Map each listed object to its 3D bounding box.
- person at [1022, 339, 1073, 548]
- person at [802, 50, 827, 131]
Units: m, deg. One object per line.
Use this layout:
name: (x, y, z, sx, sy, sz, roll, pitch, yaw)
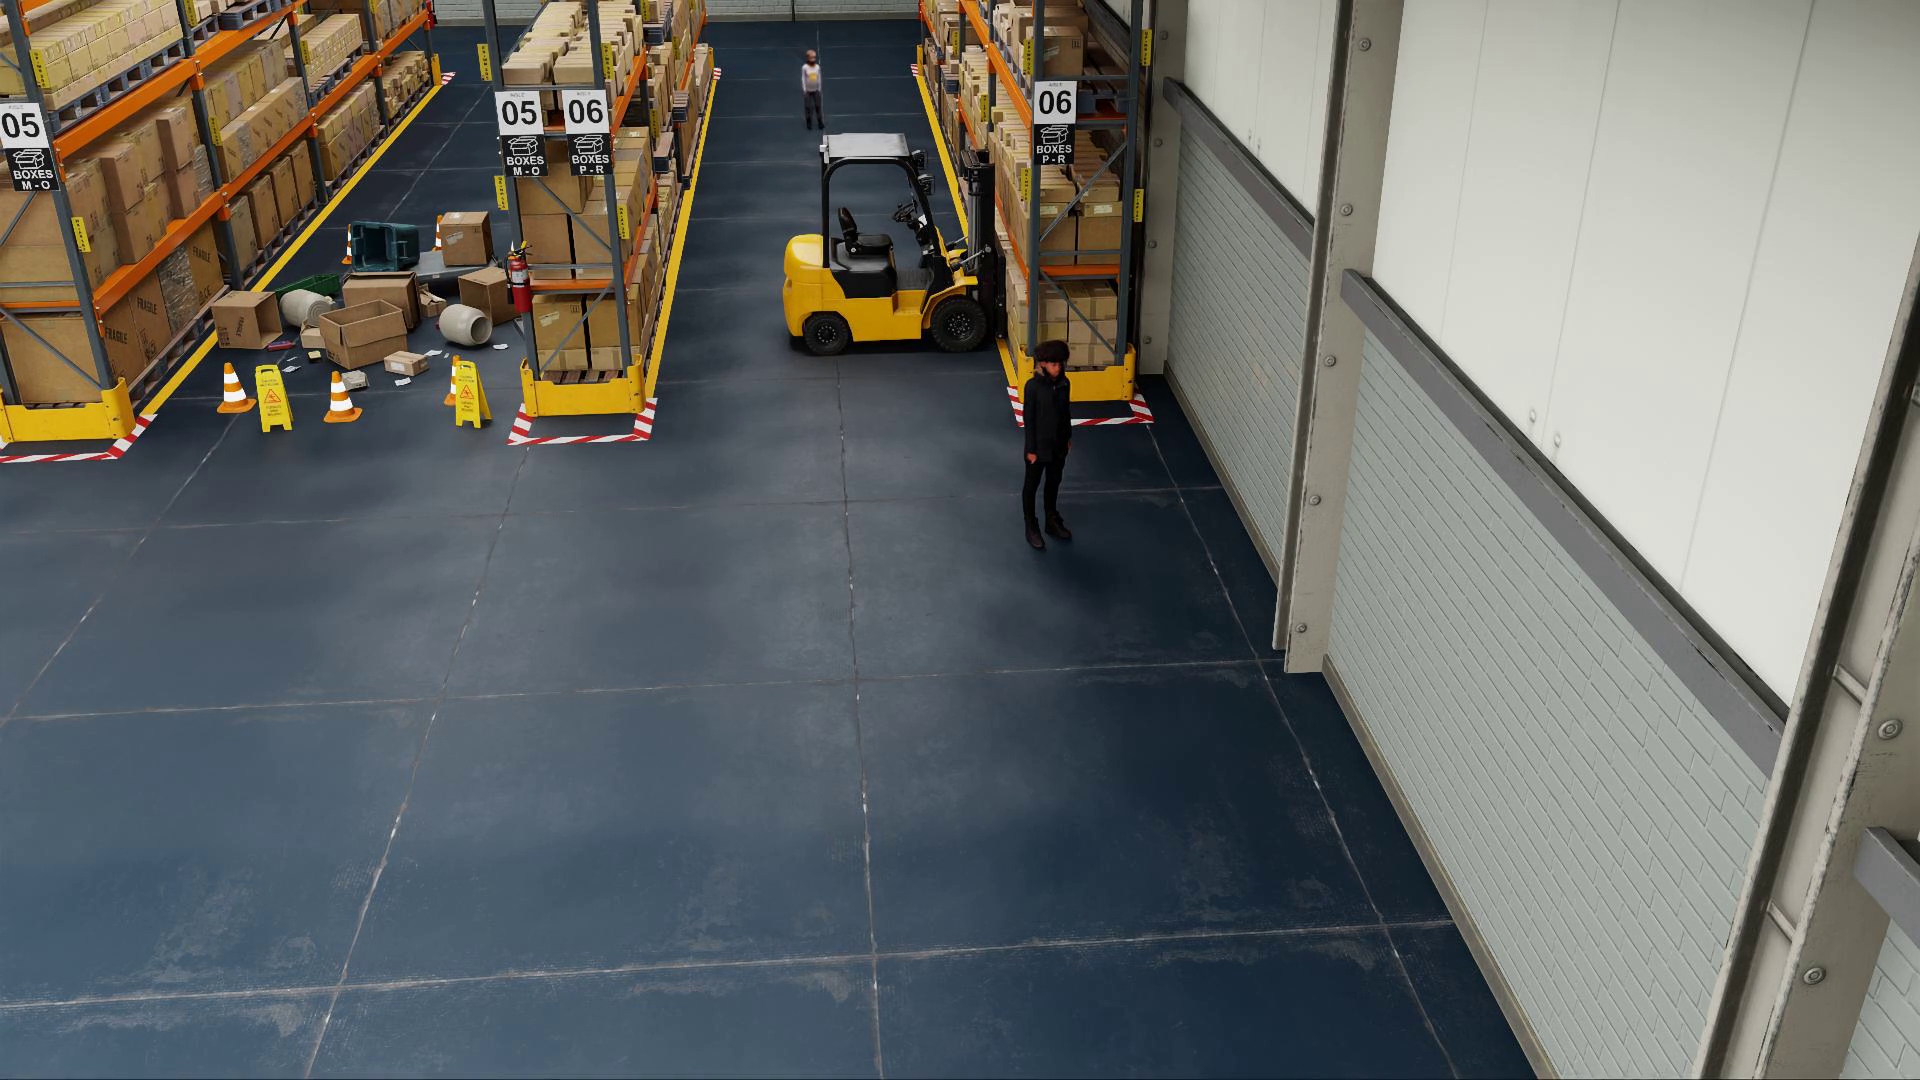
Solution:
person: (0.712, -0.830, 13.860, 0.725, 1.776, 0.749, -17, 32, -29)
person: (-2.435, -7.302, 27.000, 0.599, 1.254, 0.871, -8, 28, -15)
